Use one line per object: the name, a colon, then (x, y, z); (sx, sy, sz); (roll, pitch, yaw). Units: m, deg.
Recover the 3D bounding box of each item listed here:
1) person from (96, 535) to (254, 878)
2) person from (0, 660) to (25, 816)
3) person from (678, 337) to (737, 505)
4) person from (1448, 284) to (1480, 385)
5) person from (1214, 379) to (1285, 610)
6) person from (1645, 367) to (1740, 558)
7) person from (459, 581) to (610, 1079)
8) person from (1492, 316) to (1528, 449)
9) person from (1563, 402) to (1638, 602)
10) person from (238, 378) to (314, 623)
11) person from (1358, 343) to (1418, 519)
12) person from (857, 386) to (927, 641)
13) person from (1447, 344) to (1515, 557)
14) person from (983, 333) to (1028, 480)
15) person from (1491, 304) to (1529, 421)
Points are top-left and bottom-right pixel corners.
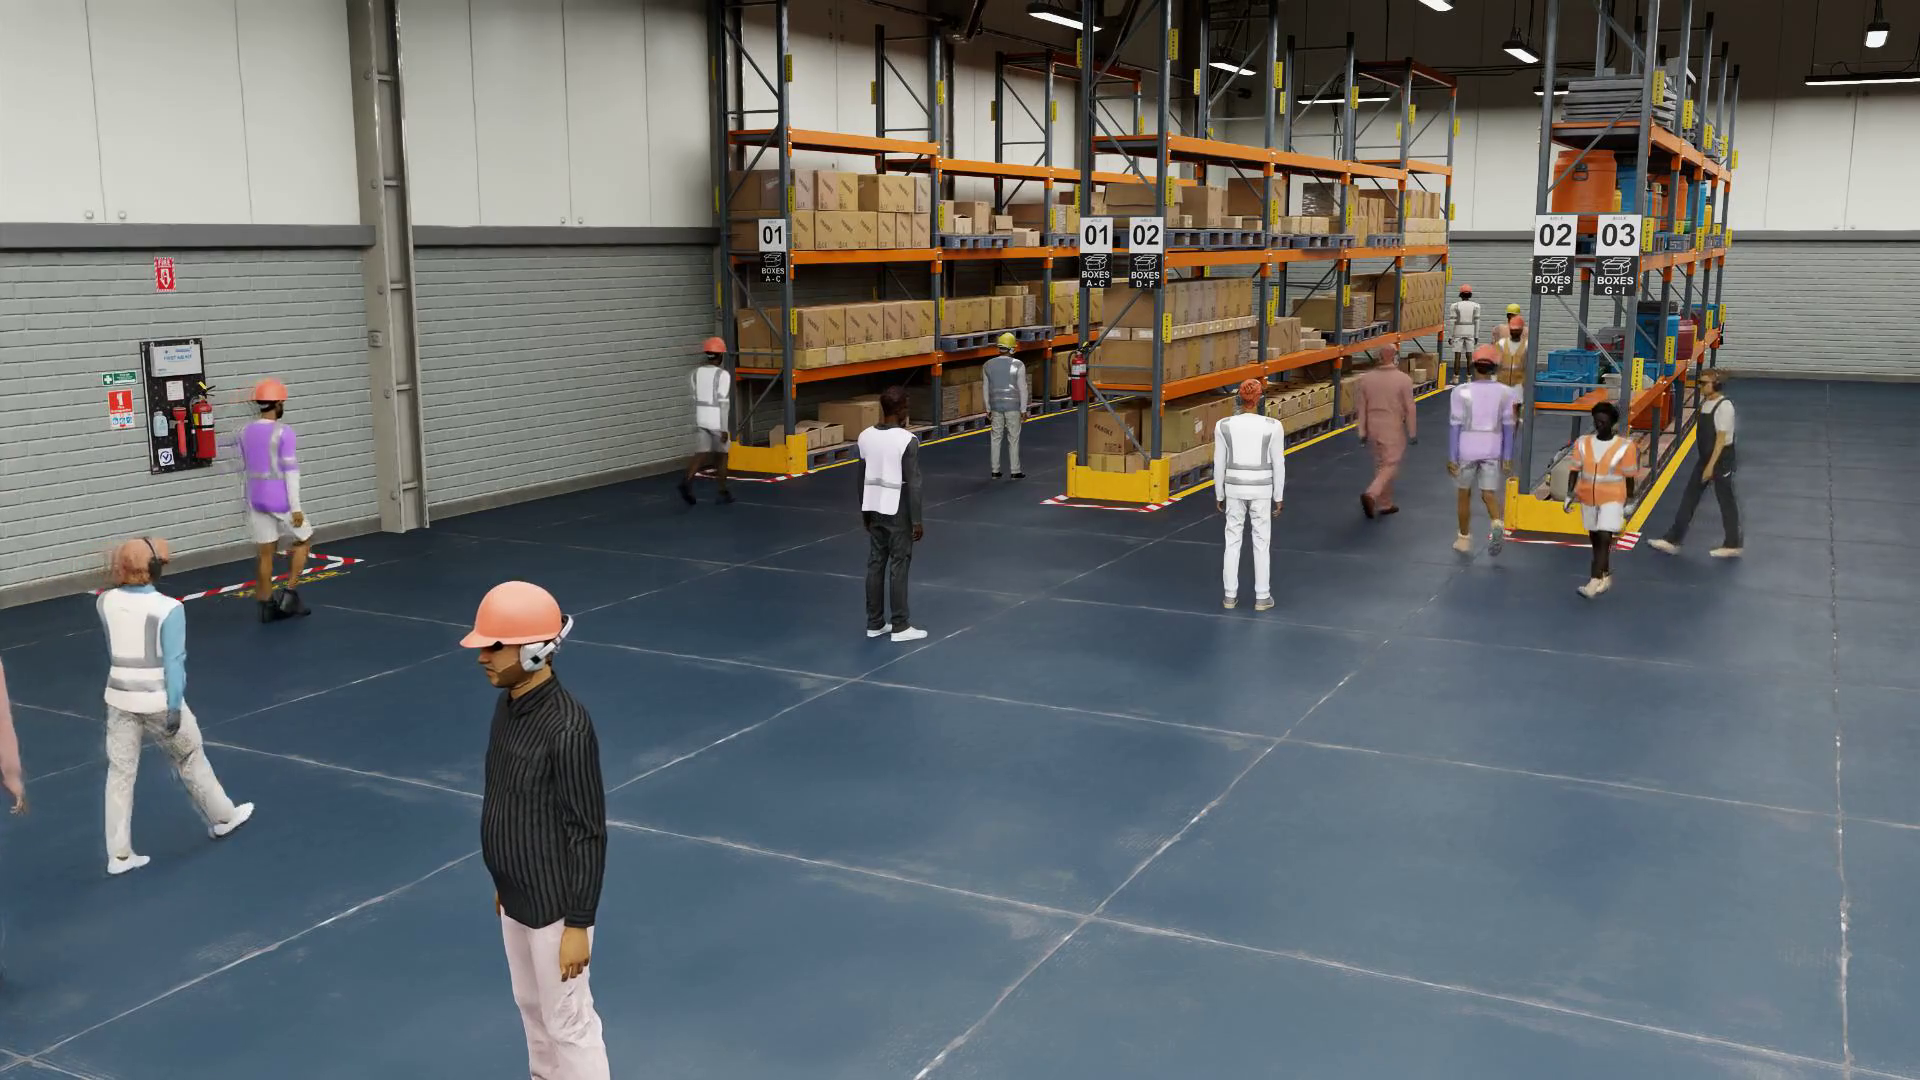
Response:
person: (-3.890, 0.769, 8.100); (0.520, 1.600, 0.846); (3, 11, 14)
person: (-4.067, 0.973, 6.585); (0.558, 1.734, 0.764); (-9, 14, -42)
person: (-2.825, -1.313, 18.611); (0.551, 1.911, 0.780); (6, 12, 31)
person: (10.250, -4.177, 33.859); (0.615, 2.043, 0.373); (0, 10, 1)
person: (2.347, -0.365, 13.512); (0.576, 1.882, 0.355); (3, 11, 18)
person: (6.977, -0.715, 15.621); (0.919, 1.799, 0.539); (-1, 10, -5)
person: (-1.316, 1.104, 5.191); (0.388, 1.992, 0.625); (-8, 13, -36)
person: (7.910, -2.256, 23.835); (0.552, 1.886, 1.006); (5, 12, 27)
person: (5.306, -0.318, 13.867); (0.540, 1.646, 0.867); (10, 14, 44)
person: (-5.371, -0.308, 13.096); (0.578, 1.916, 0.517); (4, 11, 22)
person: (4.564, -1.173, 17.902); (0.794, 1.883, 0.647); (-8, 13, -37)
person: (-0.527, -0.198, 12.500); (0.597, 1.916, 0.372); (9, 14, 41)
person: (4.914, -0.822, 15.652); (0.605, 2.018, 0.791); (0, 10, -2)
person: (0.582, -1.653, 20.671); (0.598, 1.832, 0.404); (5, 12, 26)
person: (8.966, -2.886, 27.132); (0.594, 1.925, 0.370); (6, 12, 30)
